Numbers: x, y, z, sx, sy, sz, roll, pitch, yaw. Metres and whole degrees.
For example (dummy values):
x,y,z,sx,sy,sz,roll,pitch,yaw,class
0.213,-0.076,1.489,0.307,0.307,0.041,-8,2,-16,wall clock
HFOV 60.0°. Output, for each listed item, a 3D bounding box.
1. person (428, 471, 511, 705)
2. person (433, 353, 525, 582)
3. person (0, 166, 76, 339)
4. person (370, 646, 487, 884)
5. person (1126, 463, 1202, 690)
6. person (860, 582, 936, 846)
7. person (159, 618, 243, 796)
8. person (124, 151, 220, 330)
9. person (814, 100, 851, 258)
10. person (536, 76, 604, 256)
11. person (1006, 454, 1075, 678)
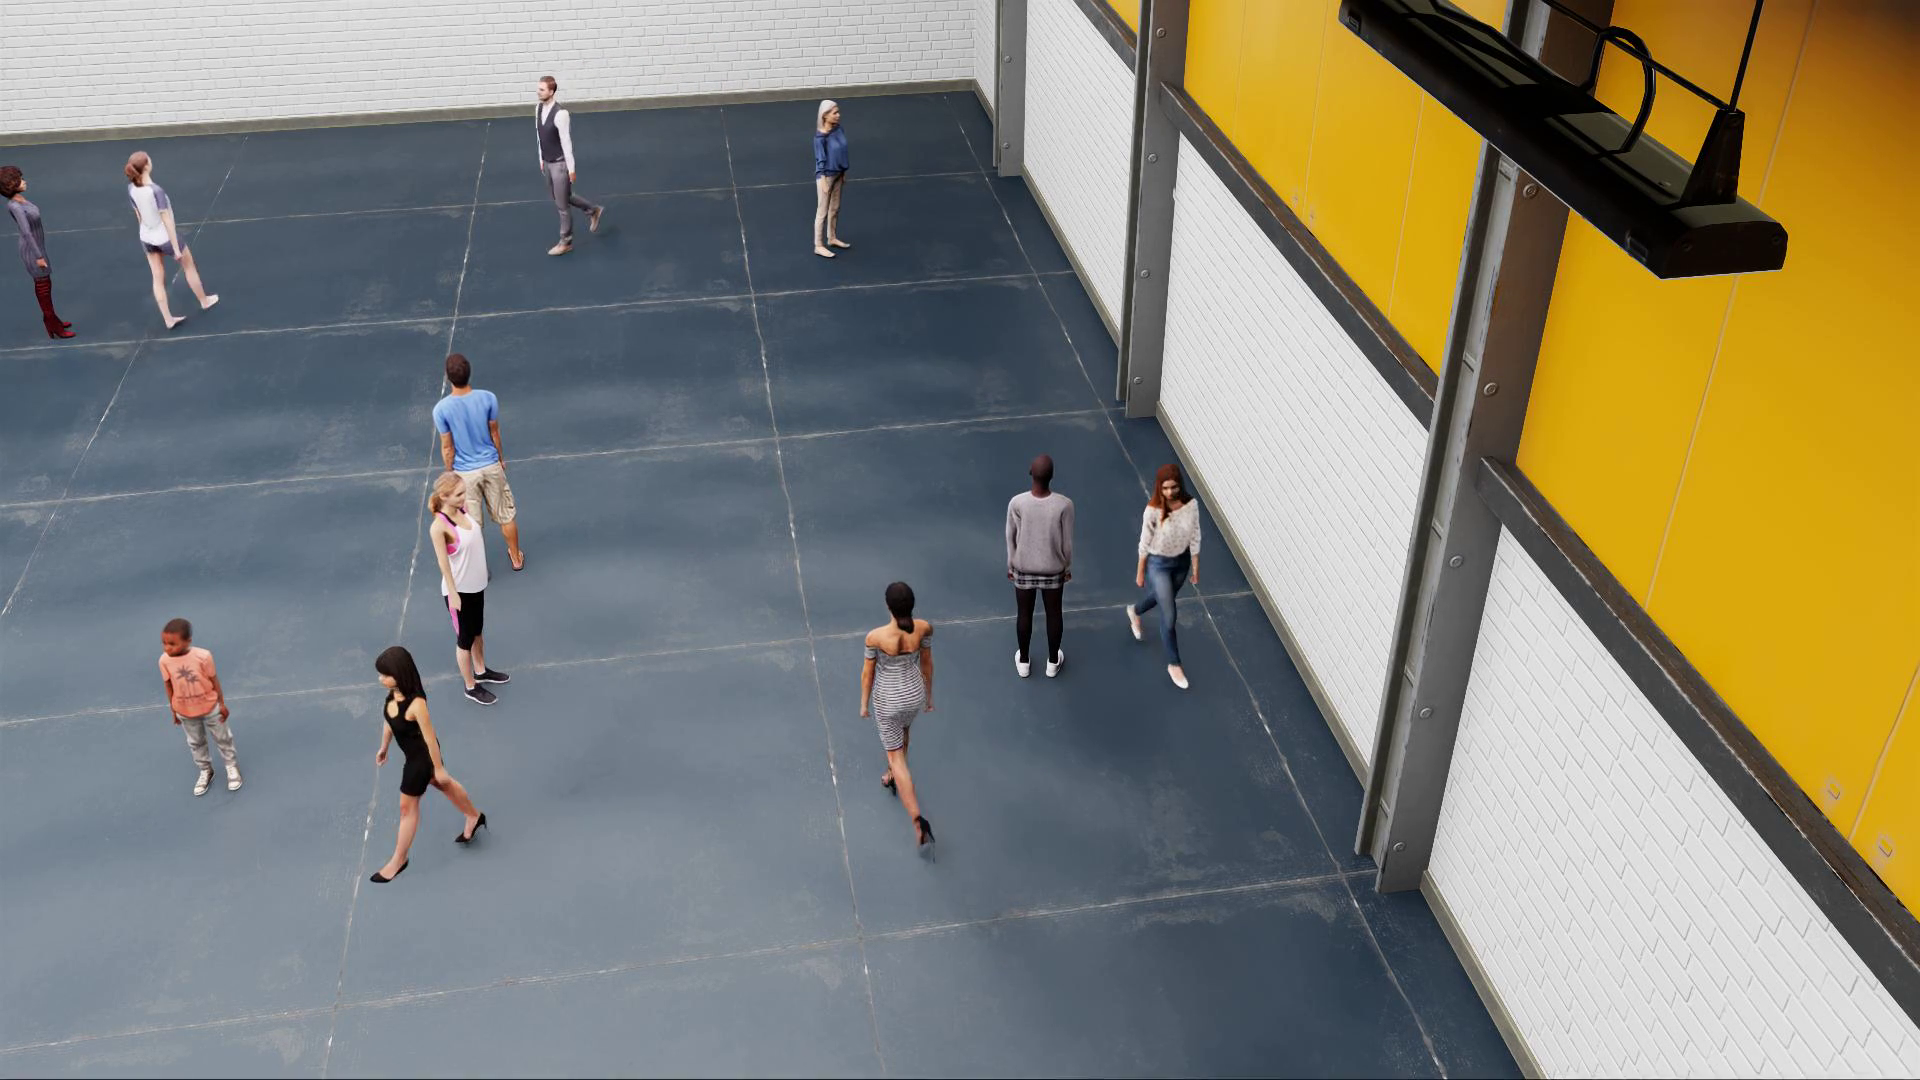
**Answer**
x,y,z,sx,sy,sz,roll,pitch,yaw,class
-3.394,0.308,11.352,0.730,1.788,0.582,6,34,9,person
-3.650,-0.545,12.568,0.728,1.862,0.694,-18,38,-25,person
-8.951,-2.780,16.068,0.706,1.711,0.555,-16,37,-23,person
-3.194,1.283,10.048,0.916,1.606,1.023,-23,40,-30,person
1.412,0.149,11.679,0.726,1.690,1.129,-14,36,-19,person
-0.347,1.080,10.193,0.780,1.785,1.116,-14,36,-20,person
-4.892,1.040,10.683,0.473,1.309,0.464,-6,34,-9,person
-7.834,-2.878,16.184,0.811,1.745,1.002,7,34,10,person
-1.387,-3.854,17.699,0.782,1.693,0.708,18,37,24,person
-4.220,-4.043,17.783,1.023,1.915,1.061,-27,42,-34,person
0.548,0.184,11.554,0.664,1.771,0.597,2,34,3,person
